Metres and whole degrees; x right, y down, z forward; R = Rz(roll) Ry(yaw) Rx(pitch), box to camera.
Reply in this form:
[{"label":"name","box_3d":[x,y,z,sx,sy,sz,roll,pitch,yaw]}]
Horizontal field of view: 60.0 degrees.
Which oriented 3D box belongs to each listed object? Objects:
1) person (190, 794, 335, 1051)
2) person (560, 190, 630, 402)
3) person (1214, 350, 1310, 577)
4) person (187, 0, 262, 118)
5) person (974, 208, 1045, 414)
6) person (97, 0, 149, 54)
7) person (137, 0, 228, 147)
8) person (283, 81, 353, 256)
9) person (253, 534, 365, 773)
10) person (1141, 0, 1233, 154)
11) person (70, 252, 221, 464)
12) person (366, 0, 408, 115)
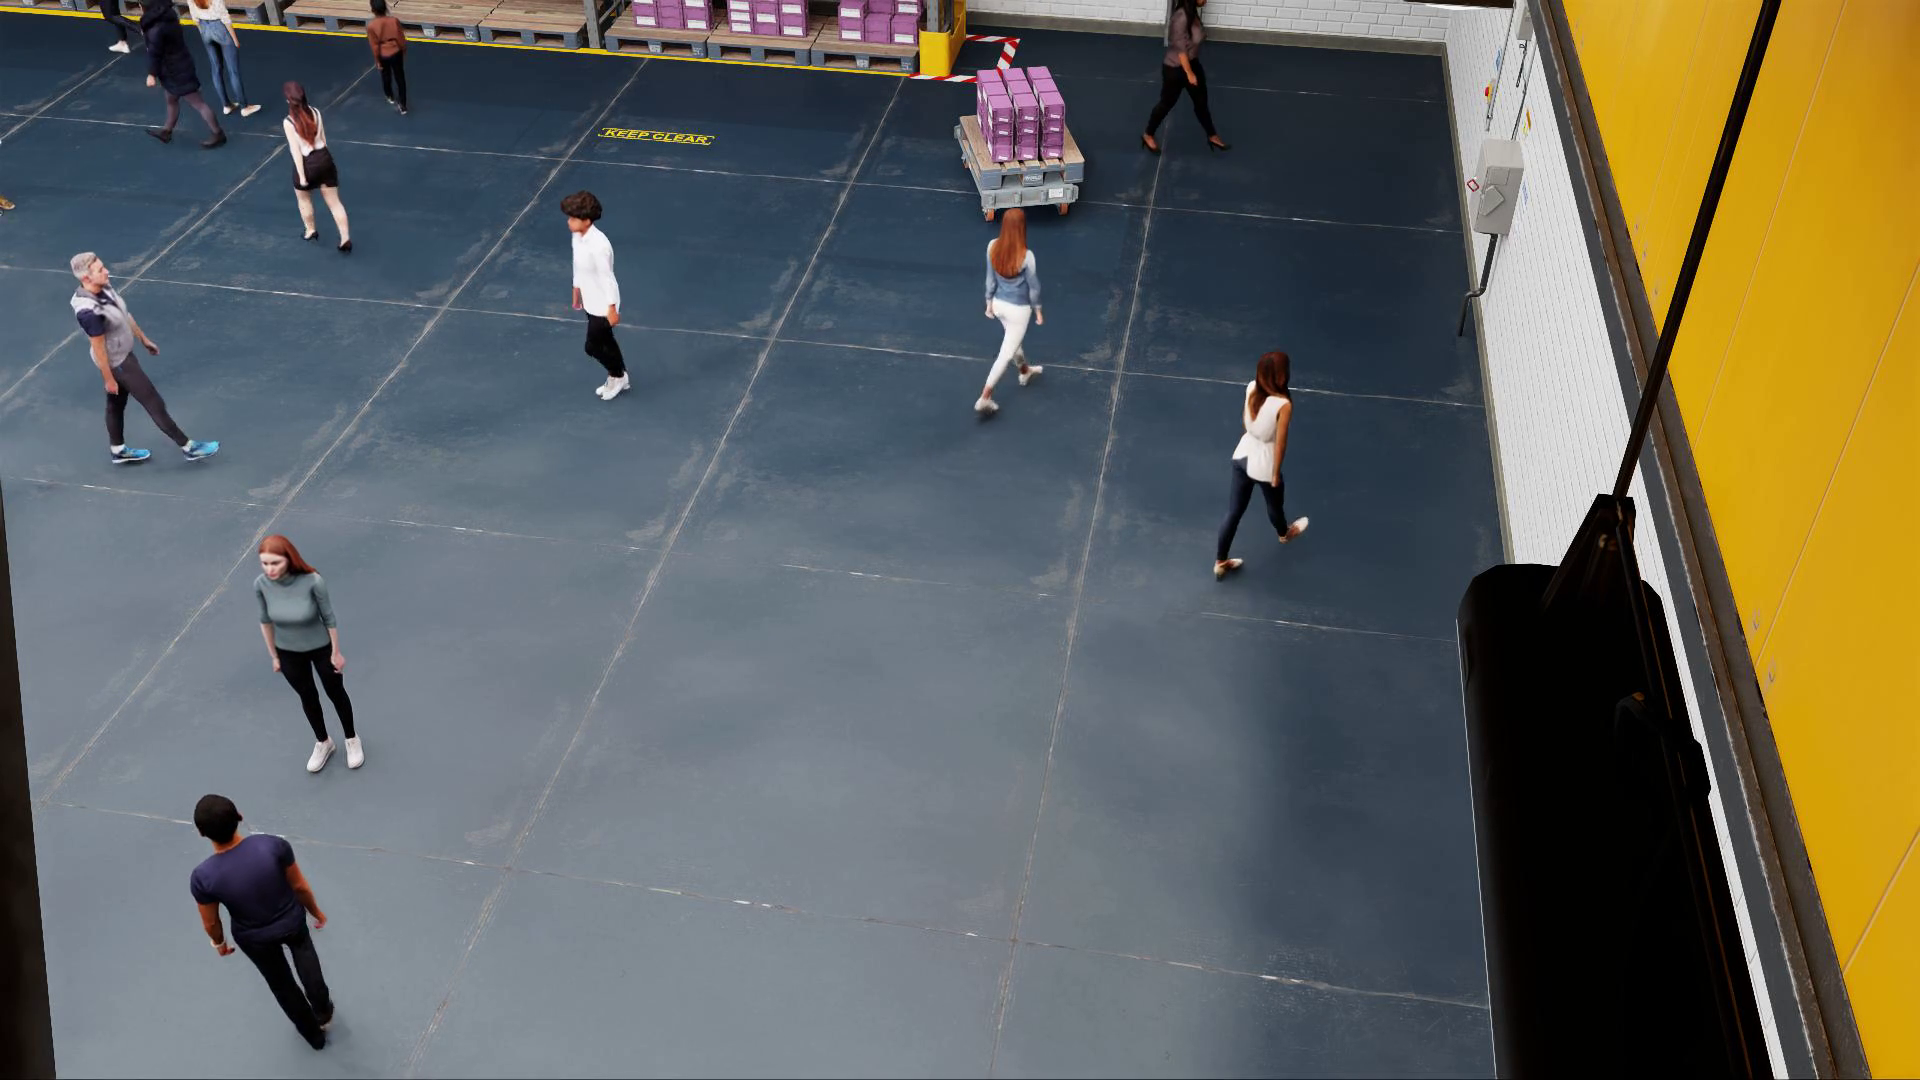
[{"label":"person","box_3d":[-3.405,1.969,8.268,0.776,1.781,0.823,-26,46,-29]},{"label":"person","box_3d":[-2.782,-1.940,13.149,0.817,1.798,0.757,-24,45,-27]},{"label":"person","box_3d":[1.966,-0.480,11.361,1.113,1.747,1.073,-26,45,-29]},{"label":"person","box_3d":[-7.783,-5.296,17.408,0.466,1.728,0.651,10,40,12]},{"label":"person","box_3d":[0.354,-1.755,13.023,1.151,1.666,1.062,29,47,31]},{"label":"person","box_3d":[-9.478,-6.238,18.623,0.908,1.684,0.644,5,39,6]},{"label":"person","box_3d":[-7.809,-4.734,16.781,1.122,1.631,0.906,-9,39,-11]},{"label":"person","box_3d":[-5.768,-3.319,15.013,0.937,1.627,0.780,23,44,26]},{"label":"person","box_3d":[-3.890,0.669,9.926,0.564,1.743,0.692,-3,39,-4]},{"label":"person","box_3d":[2.092,-4.662,16.559,1.229,1.796,0.913,18,42,22]},{"label":"person","box_3d":[-6.354,-1.296,12.350,1.181,1.788,1.004,-12,40,-15]},{"label":"person","box_3d":[-6.012,-5.109,17.565,0.780,1.239,0.802,-15,41,-18]}]
